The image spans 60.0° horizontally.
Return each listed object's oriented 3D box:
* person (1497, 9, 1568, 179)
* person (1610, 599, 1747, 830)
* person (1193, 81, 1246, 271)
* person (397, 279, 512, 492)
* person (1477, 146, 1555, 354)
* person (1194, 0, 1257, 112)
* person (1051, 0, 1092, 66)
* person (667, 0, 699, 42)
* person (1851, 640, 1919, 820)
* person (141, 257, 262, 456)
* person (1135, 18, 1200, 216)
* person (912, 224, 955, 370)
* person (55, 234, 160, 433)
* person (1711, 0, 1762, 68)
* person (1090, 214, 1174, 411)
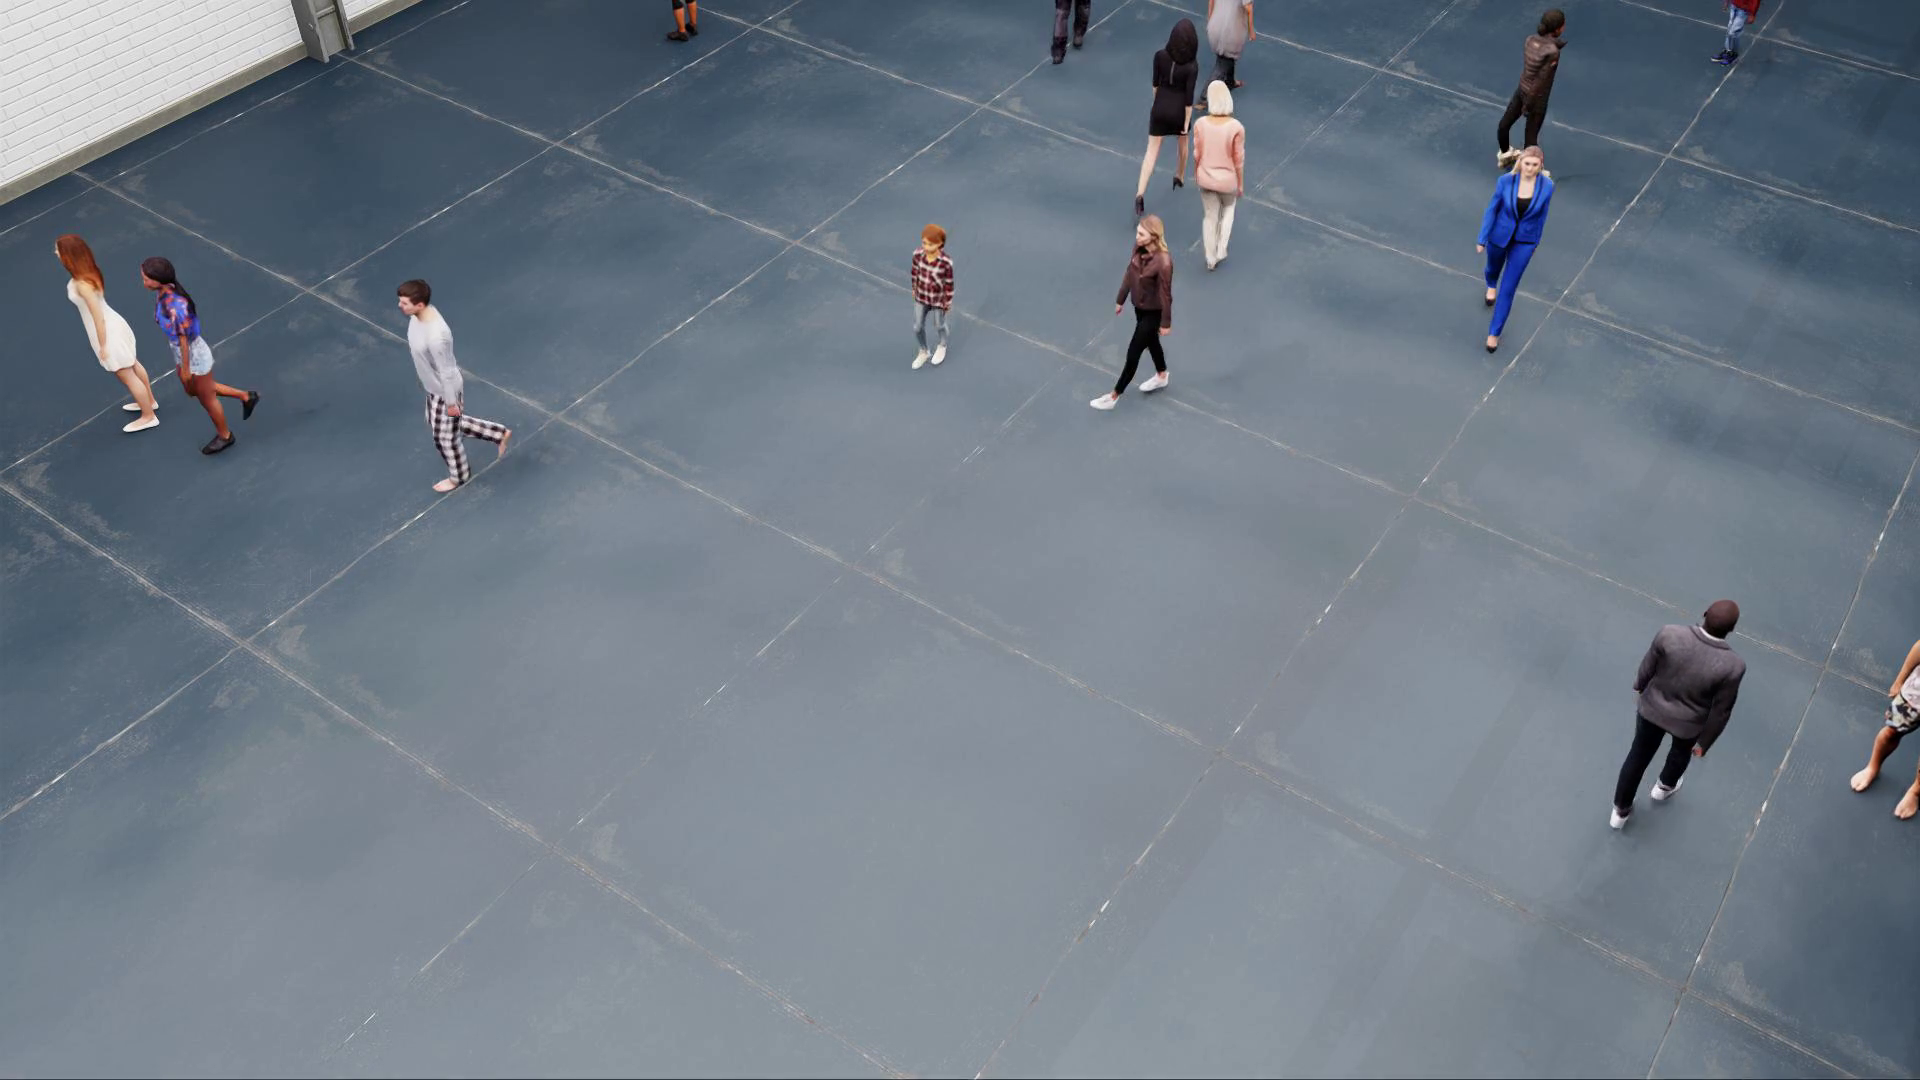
[{"bbox_3d":[5.352,-4.104,15.267,0.887,1.655,0.808,31,52,28],"label":"person"},{"bbox_3d":[4.128,1.072,9.731,0.727,1.797,0.845,27,50,25],"label":"person"},{"bbox_3d":[2.148,-3.021,14.106,0.718,1.689,0.684,18,47,18],"label":"person"},{"bbox_3d":[-3.668,-1.145,12.032,1.011,1.833,0.876,-20,47,-19],"label":"person"},{"bbox_3d":[4.481,-2.468,13.549,0.882,1.656,1.235,12,45,12],"label":"person"},{"bbox_3d":[2.565,-4.937,16.201,1.131,1.574,0.855,-26,49,-25],"label":"person"},{"bbox_3d":[1.199,-5.832,16.973,0.995,1.804,1.253,6,44,6],"label":"person"},{"bbox_3d":[-2.949,-6.016,17.261,0.634,1.673,0.436,25,49,24],"label":"person"},{"bbox_3d":[5.847,0.911,9.892,0.645,1.807,0.726,-32,52,-29],"label":"person"},{"bbox_3d":[-5.611,-1.393,12.365,0.866,1.733,0.712,-28,50,-26],"label":"person"},{"bbox_3d":[1.815,-3.707,14.772,0.711,1.764,1.167,19,47,19],"label":"person"},{"bbox_3d":[-0.188,-1.992,13.311,0.598,1.295,0.632,17,46,17],"label":"person"},{"bbox_3d":[-6.445,-1.583,12.580,0.687,1.712,0.647,-13,45,-14],"label":"person"},{"bbox_3d":[8.056,-5.473,16.998,0.641,1.250,0.598,-12,45,-12],"label":"person"},{"bbox_3d":[1.526,-1.781,12.819,1.118,1.668,0.947,-18,47,-18],"label":"person"}]
